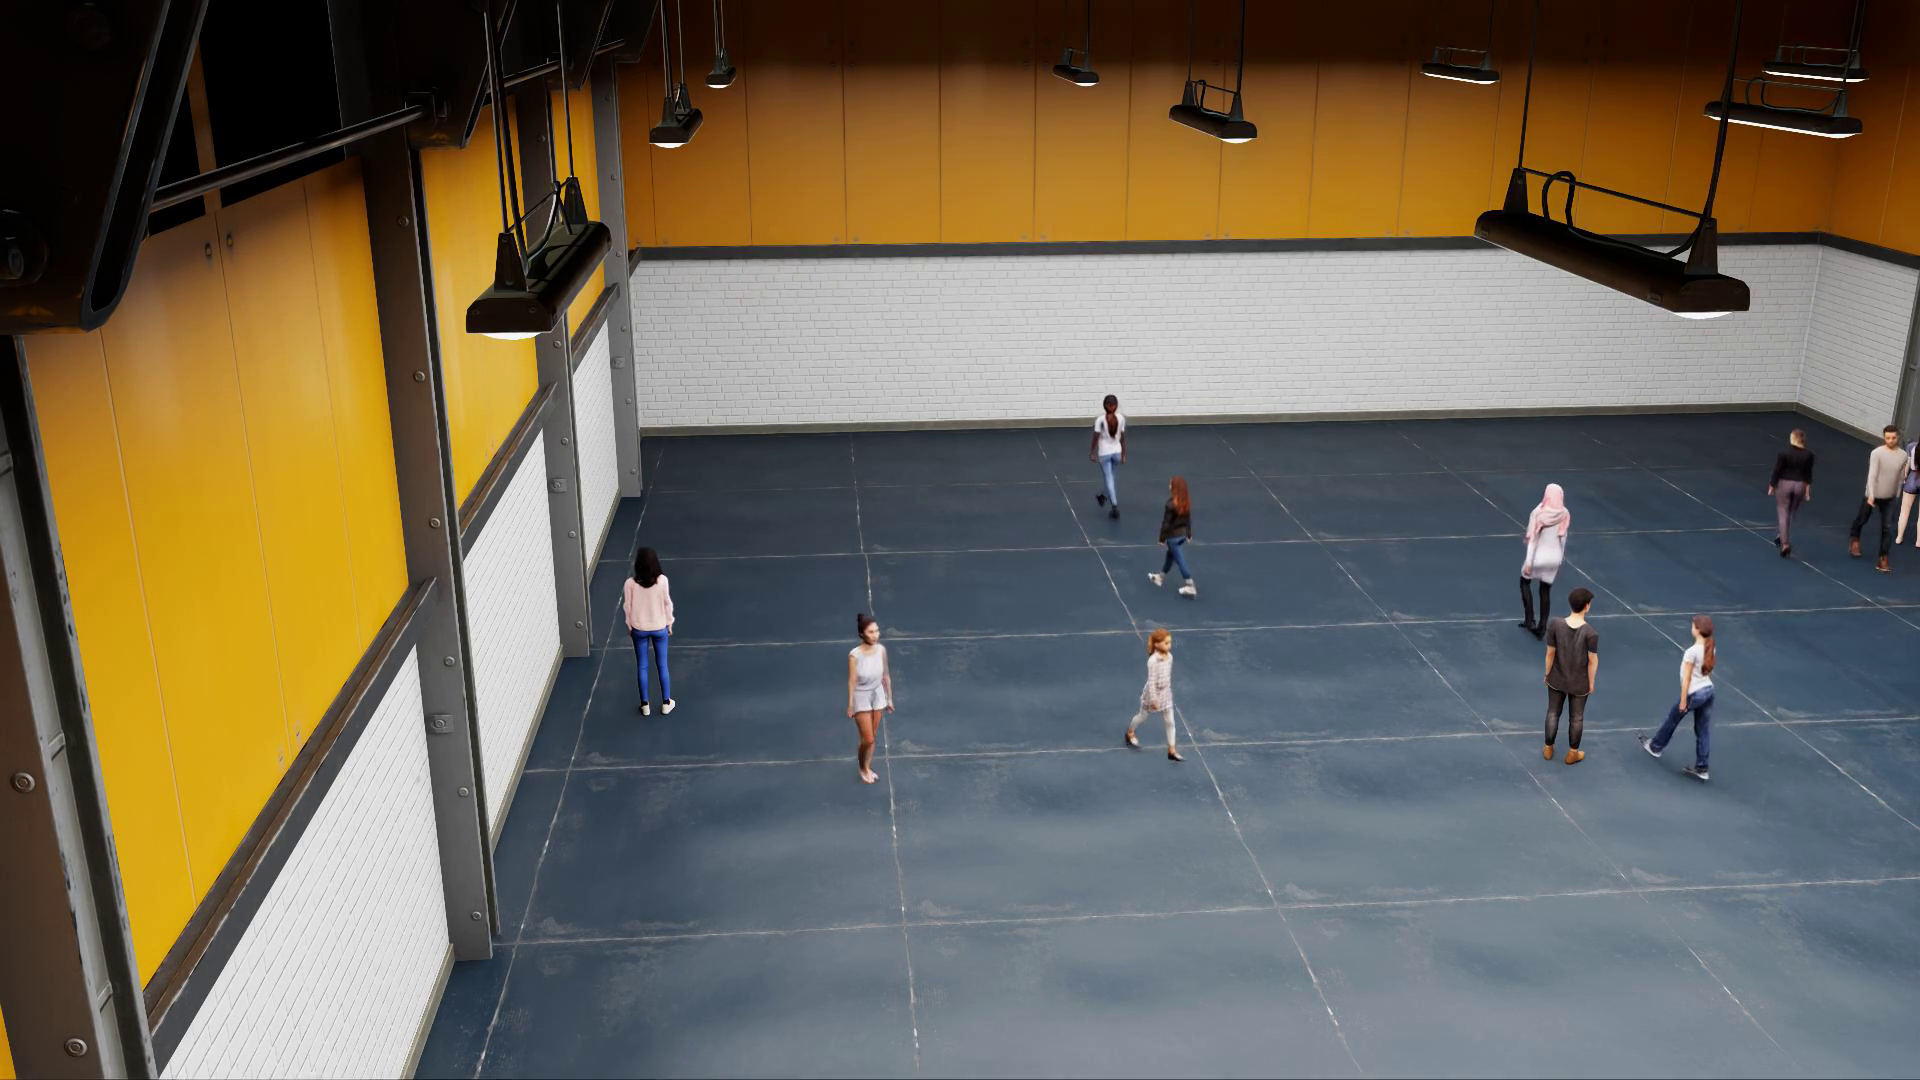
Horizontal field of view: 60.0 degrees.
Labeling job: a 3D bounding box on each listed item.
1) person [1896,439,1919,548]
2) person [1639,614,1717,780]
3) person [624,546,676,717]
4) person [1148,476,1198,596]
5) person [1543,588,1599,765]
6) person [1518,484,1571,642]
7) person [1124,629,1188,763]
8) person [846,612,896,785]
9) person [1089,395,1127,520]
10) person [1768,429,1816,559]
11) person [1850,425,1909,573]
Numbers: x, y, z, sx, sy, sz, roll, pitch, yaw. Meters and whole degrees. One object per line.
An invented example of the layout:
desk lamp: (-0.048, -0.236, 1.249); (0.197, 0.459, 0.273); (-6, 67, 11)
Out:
person: (12.514, -0.725, 21.677); (0.667, 1.650, 0.723); (14, 23, 36)
person: (6.849, 1.468, 15.358); (0.761, 1.527, 1.059); (-8, 20, -22)
person: (-3.104, 0.904, 16.651); (0.634, 1.770, 0.527); (-2, 19, -6)
person: (2.642, -0.024, 19.921); (1.046, 1.443, 0.964); (17, 25, 40)
person: (5.736, 1.277, 15.638); (0.707, 1.711, 0.748); (13, 22, 33)
person: (6.533, 0.273, 18.495); (0.643, 1.790, 0.641); (-3, 19, -7)
person: (1.814, 1.450, 15.798); (0.864, 1.280, 1.023); (-14, 23, -37)
person: (-0.898, 1.445, 15.314); (0.696, 1.599, 0.736); (-15, 24, -38)
person: (2.076, -1.111, 22.784); (0.801, 1.676, 1.172); (-7, 20, -19)
person: (10.624, -0.567, 21.212); (0.693, 1.648, 0.883); (1, 19, 3)
person: (11.534, -0.566, 20.951); (0.828, 1.811, 1.314); (2, 19, 5)
